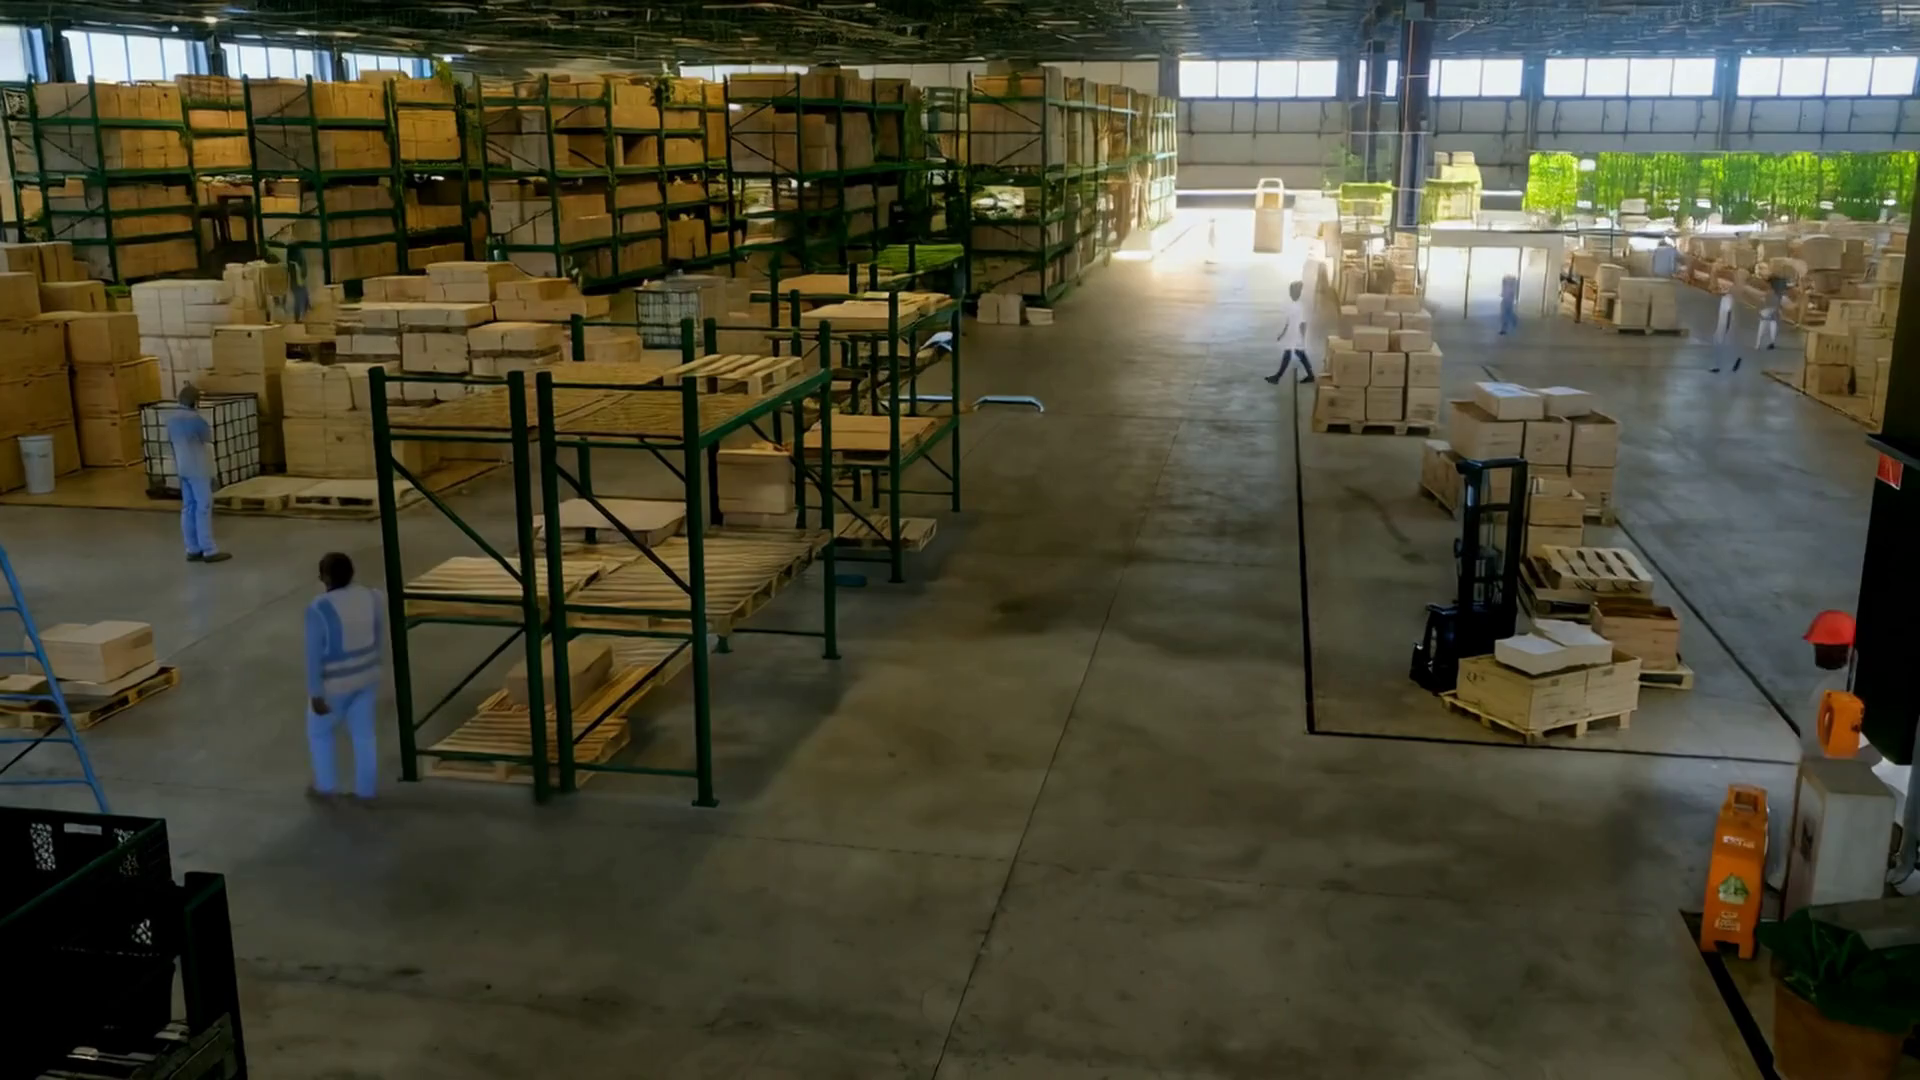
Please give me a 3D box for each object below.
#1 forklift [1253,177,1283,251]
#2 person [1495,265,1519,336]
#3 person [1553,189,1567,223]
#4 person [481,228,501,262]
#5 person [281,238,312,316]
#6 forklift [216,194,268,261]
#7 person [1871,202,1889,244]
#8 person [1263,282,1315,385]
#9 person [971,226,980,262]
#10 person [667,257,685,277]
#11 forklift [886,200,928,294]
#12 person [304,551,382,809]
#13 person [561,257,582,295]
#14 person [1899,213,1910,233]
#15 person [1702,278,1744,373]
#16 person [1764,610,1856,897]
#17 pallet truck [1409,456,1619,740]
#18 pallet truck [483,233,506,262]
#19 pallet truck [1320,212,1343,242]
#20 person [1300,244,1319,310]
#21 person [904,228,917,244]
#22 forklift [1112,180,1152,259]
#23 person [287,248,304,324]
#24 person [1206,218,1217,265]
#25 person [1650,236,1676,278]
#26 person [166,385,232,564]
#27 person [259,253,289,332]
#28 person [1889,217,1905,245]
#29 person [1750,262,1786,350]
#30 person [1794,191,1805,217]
[{"bbox_3d":[12.083,-12.747,64.956,1.129,2.768,1.873,3,14,10],"label":"forklift"},{"bbox_3d":[12.572,-5.491,38.064,0.530,1.624,0.527,-2,14,-8],"label":"person"},{"bbox_3d":[29.827,-16.449,82.261,0.976,1.779,0.611,4,14,15],"label":"person"},{"bbox_3d":[-14.209,-8.636,50.421,0.621,1.837,0.429,-11,17,-37],"label":"person"},{"bbox_3d":[-16.871,-6.674,42.247,0.695,1.955,0.632,-3,14,-13],"label":"person"},{"bbox_3d":[-20.838,-8.585,48.059,1.129,2.768,1.873,3,14,10],"label":"forklift"},{"bbox_3d":[38.075,-13.034,68.487,0.877,1.717,0.547,5,15,18],"label":"person"},{"bbox_3d":[6.127,-3.801,30.640,1.024,1.907,0.618,0,14,0],"label":"person"},{"bbox_3d":[0.703,-10.461,57.480,0.800,2.005,0.498,8,16,30],"label":"person"},{"bbox_3d":[-6.699,-5.872,39.499,0.627,1.681,0.543,12,18,40],"label":"person"},{"bbox_3d":[-1.385,-7.550,43.859,1.129,2.768,1.873,3,14,10],"label":"forklift"},{"bbox_3d":[-4.298,0.964,11.487,0.638,1.814,0.637,9,16,31],"label":"person"},{"bbox_3d":[-9.400,-6.032,40.274,0.525,1.628,0.313,1,14,4],"label":"person"},{"bbox_3d":[30.357,-9.490,53.477,0.638,2.031,0.647,-1,14,-4],"label":"person"},{"bbox_3d":[14.774,-4.116,32.037,0.633,1.850,0.535,3,14,11],"label":"person"},{"bbox_3d":[5.211,1.338,9.828,0.863,1.891,0.586,8,16,31],"label":"person"},{"bbox_3d":[4.504,0.400,13.395,0.823,1.965,1.885,-6,15,-23],"label":"pallet truck"},{"bbox_3d":[-11.832,-7.026,43.548,1.885,1.965,0.823,8,16,28],"label":"pallet truck"},{"bbox_3d":[15.874,-13.227,70.310,0.680,1.201,1.601,10,17,35],"label":"pallet truck"},{"bbox_3d":[9.083,-6.794,43.120,0.551,1.747,0.600,-5,15,-21],"label":"person"},{"bbox_3d":[-1.541,-8.681,50.879,0.540,1.697,0.317,13,19,42],"label":"person"},{"bbox_3d":[6.082,-11.722,60.796,1.873,2.768,1.129,2,14,9],"label":"forklift"},{"bbox_3d":[-15.834,-6.015,39.655,0.459,1.892,0.608,-1,14,-4],"label":"person"},{"bbox_3d":[8.812,-10.414,58.081,0.348,1.619,0.526,6,15,21],"label":"person"},{"bbox_3d":[19.307,-7.454,45.709,0.610,1.780,0.922,4,14,15],"label":"person"},{"bbox_3d":[-8.280,-0.710,18.024,0.627,1.941,0.371,8,16,30],"label":"person"},{"bbox_3d":[-15.430,-5.498,37.486,0.630,1.931,0.366,-10,17,-36],"label":"person"},{"bbox_3d":[29.858,-9.342,53.078,0.375,1.933,0.550,10,17,36],"label":"person"},{"bbox_3d":[17.237,-4.956,35.355,0.704,1.891,0.578,-5,15,-21],"label":"person"},{"bbox_3d":[40.576,-16.118,80.485,0.628,1.979,0.436,-2,14,-9],"label":"person"}]
